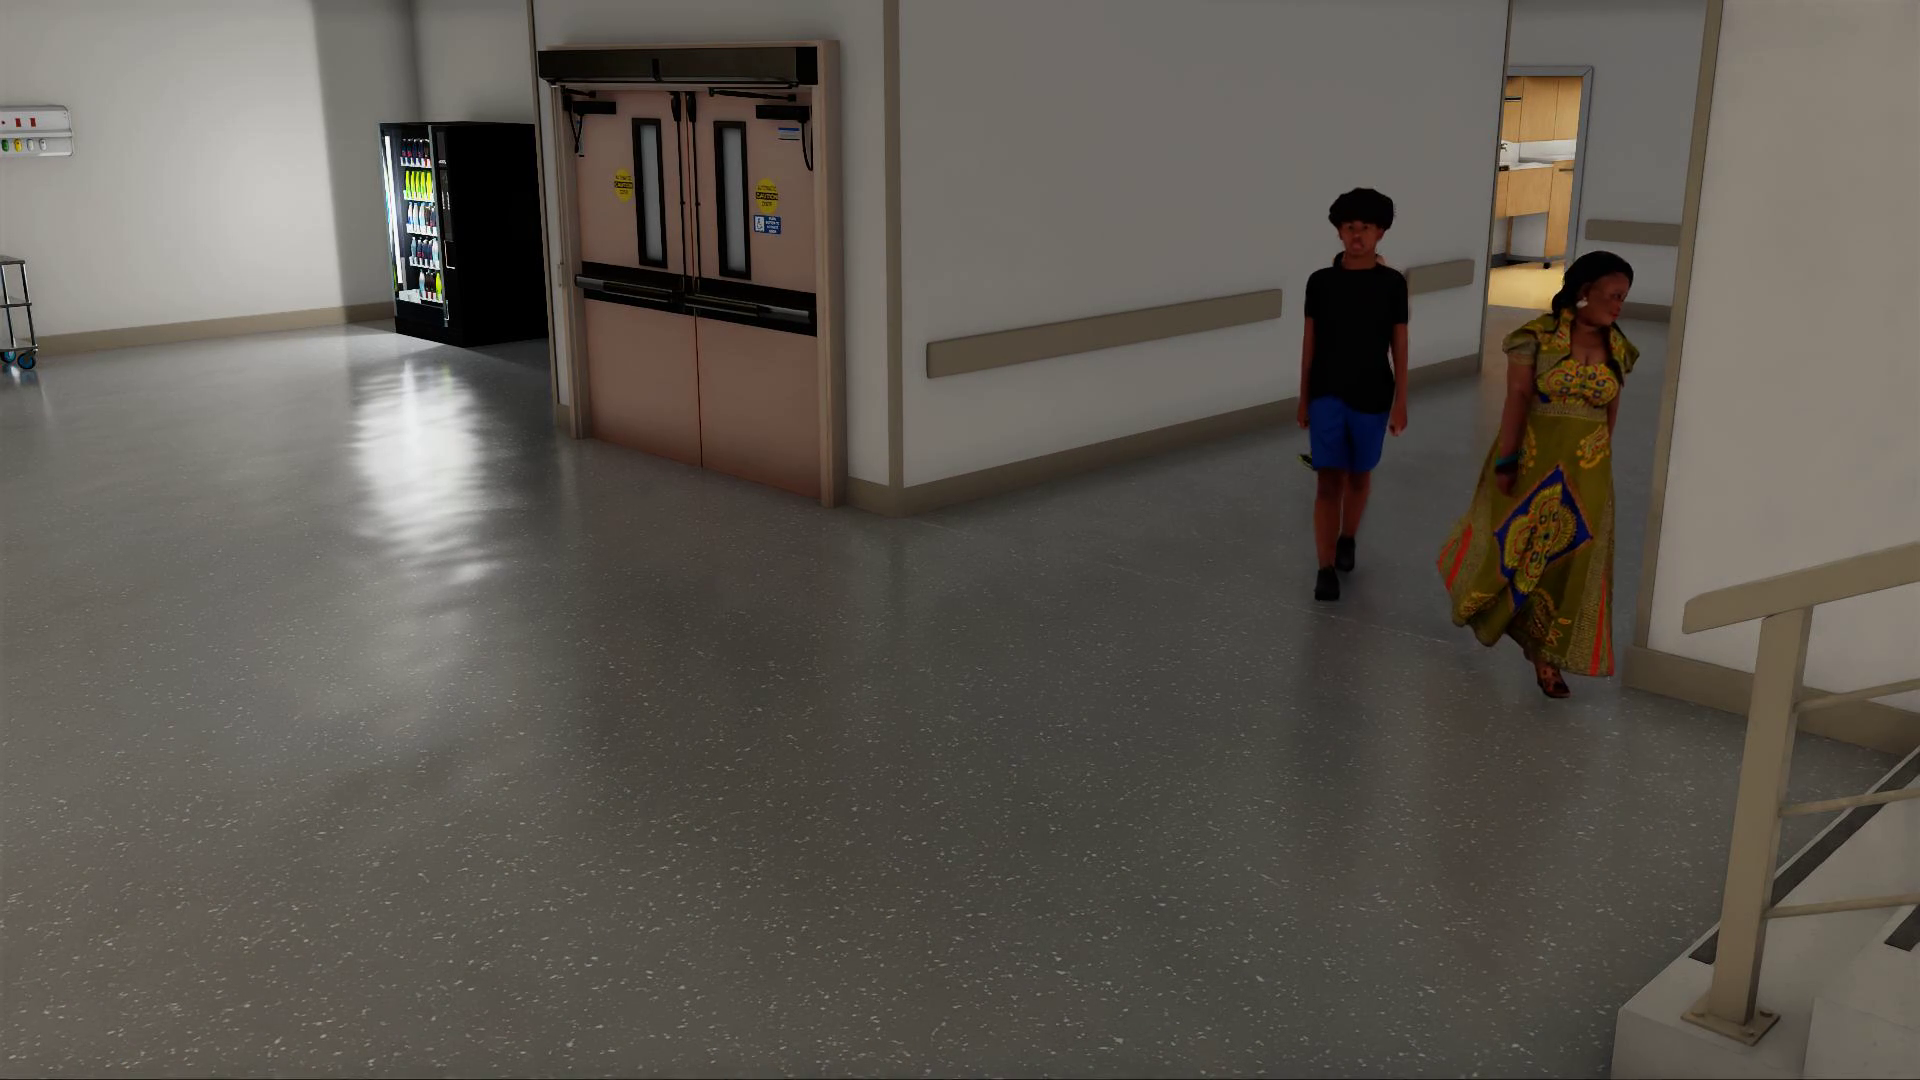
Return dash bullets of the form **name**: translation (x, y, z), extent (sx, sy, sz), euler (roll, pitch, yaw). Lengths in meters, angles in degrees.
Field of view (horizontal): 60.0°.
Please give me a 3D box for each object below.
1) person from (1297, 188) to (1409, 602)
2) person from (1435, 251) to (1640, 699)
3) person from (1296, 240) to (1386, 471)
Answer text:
- **person**: translation (1.733, -0.631, 7.343), extent (1.162, 1.751, 1.077), euler (4, 16, 13)
- **person**: translation (2.204, -0.268, 6.310), extent (1.153, 1.614, 1.227), euler (0, 16, 1)
- **person**: translation (2.321, -1.141, 9.581), extent (0.774, 1.519, 0.953), euler (-10, 18, -31)
